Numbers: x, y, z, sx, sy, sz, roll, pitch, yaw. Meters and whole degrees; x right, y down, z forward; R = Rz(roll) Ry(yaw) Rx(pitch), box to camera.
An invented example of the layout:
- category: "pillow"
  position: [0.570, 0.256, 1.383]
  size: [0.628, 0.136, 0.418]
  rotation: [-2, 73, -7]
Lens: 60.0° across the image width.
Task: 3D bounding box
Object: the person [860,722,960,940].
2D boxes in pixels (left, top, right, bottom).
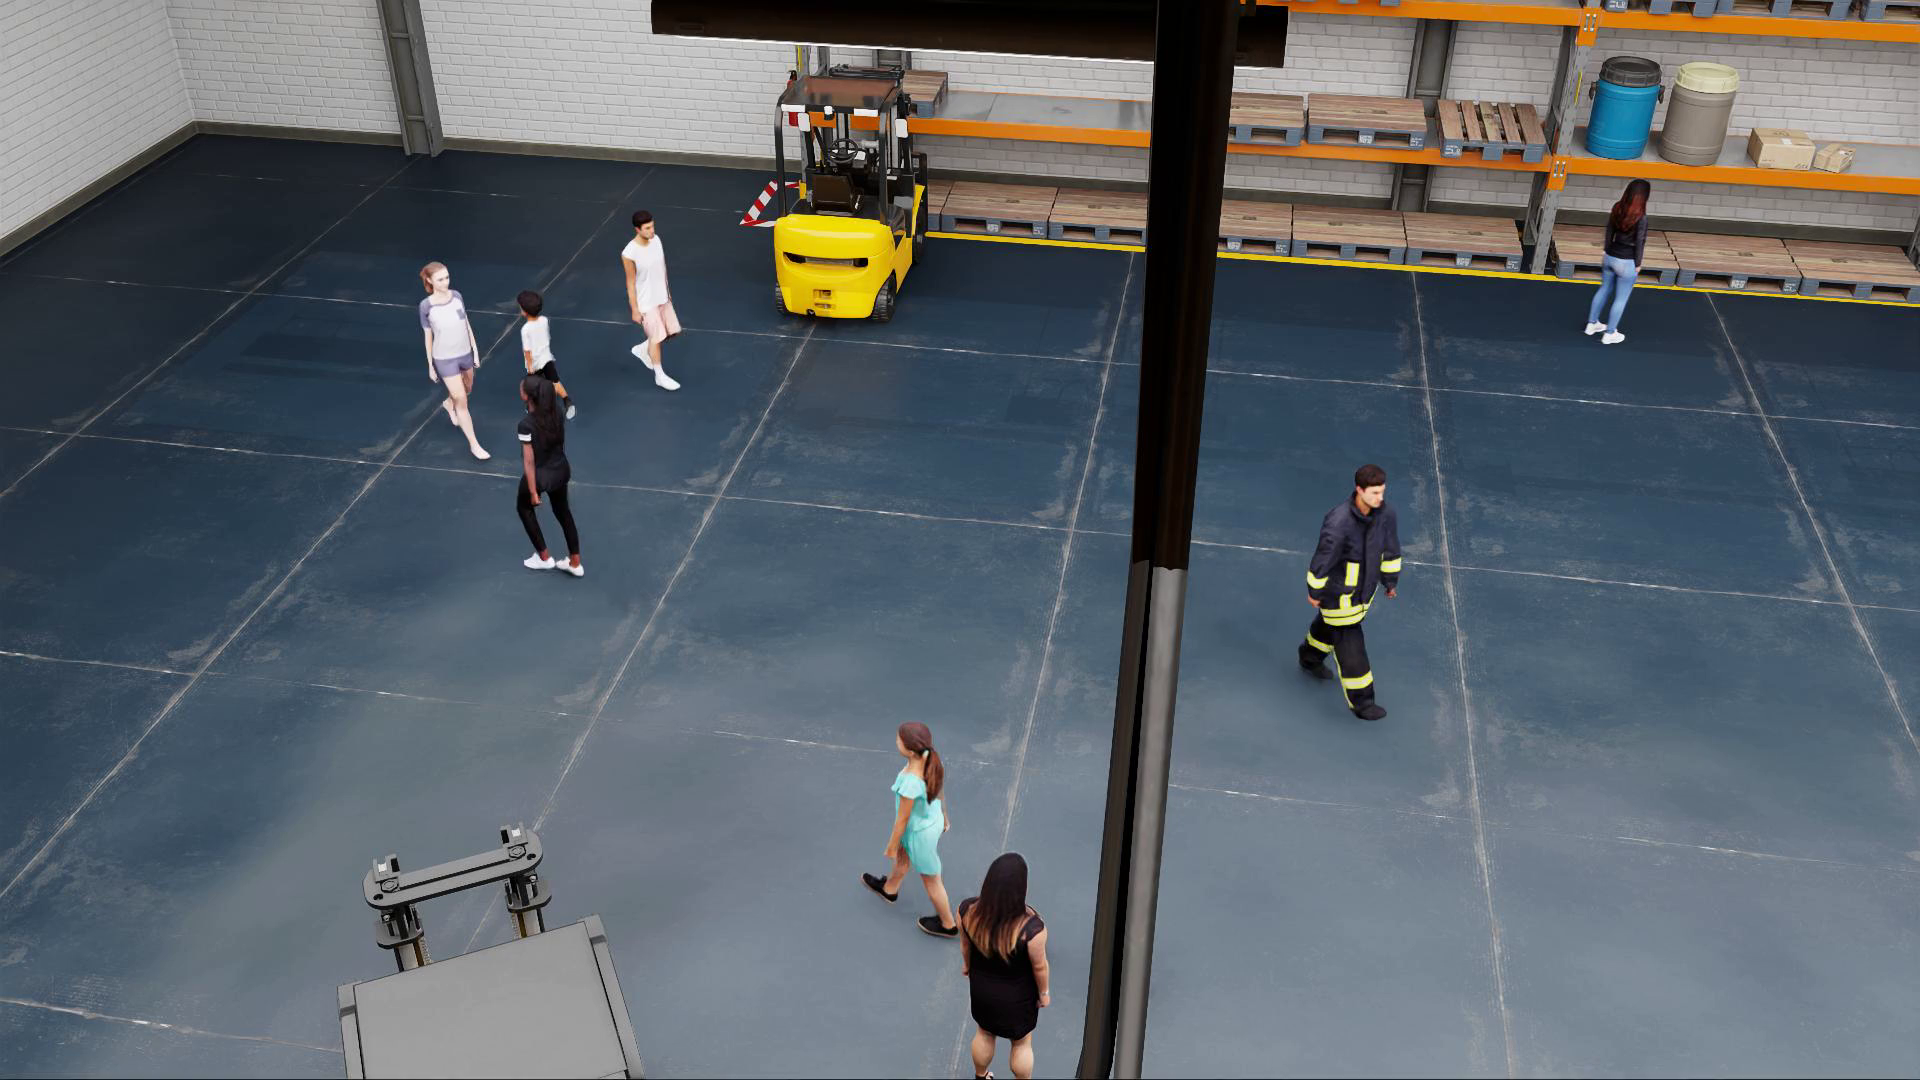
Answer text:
- category: "person"
  position: [-0.154, 1.691, 9.563]
  size: [0.988, 1.533, 0.720]
  rotation: [15, 36, 21]

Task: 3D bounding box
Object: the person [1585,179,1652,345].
- category: "person"
  position: [6.398, -2.700, 16.083]
  size: [0.726, 1.630, 0.711]
  rotation: [-12, 36, -18]

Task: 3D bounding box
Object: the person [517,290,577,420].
- category: "person"
  position: [-3.703, -1.623, 14.808]
  size: [0.853, 1.246, 0.687]
  rotation: [21, 39, 29]

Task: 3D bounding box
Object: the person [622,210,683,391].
- category: "person"
  position: [-2.900, -2.219, 15.236]
  size: [0.931, 1.765, 0.816]
  rotation: [17, 37, 24]

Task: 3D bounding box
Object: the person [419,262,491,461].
- category: "person"
  position: [-4.409, -1.597, 14.328]
  size: [1.157, 1.735, 0.972]
  rotation: [26, 42, 34]

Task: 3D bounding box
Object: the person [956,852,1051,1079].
- category: "person"
  position: [0.226, 2.285, 8.507]
  size: [0.619, 1.714, 0.764]
  rotation: [14, 36, 20]

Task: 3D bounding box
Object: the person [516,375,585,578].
- category: "person"
  position: [-3.063, -0.447, 12.616]
  size: [0.820, 1.714, 0.747]
  rotation: [19, 38, 26]

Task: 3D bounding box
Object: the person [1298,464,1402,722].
- category: "person"
  position: [2.606, 0.260, 11.408]
  size: [1.268, 1.873, 1.304]
  rotation: [-19, 38, -26]
